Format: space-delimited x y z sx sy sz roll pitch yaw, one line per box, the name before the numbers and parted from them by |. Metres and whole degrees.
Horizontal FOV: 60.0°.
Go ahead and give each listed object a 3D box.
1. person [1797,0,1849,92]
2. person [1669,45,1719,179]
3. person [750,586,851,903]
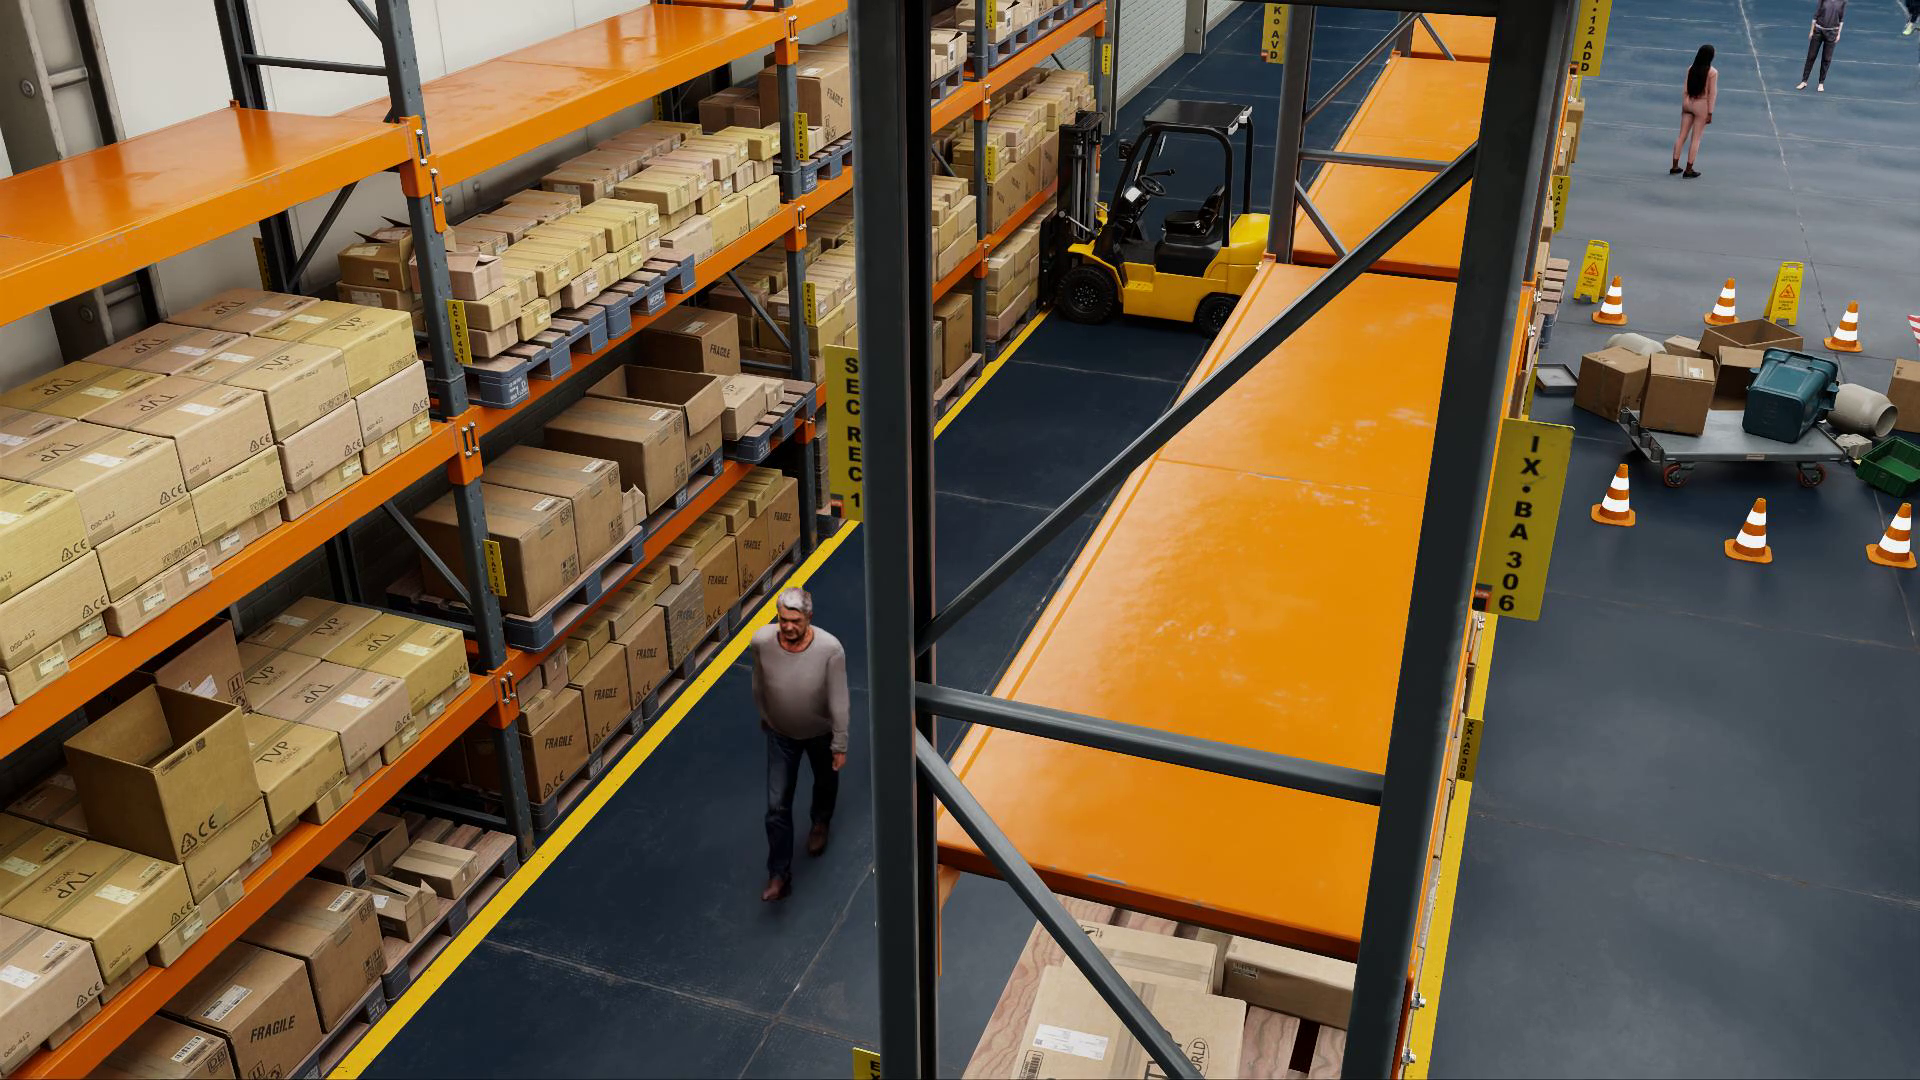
person | 13.759 -8.062 26.430 0.634 1.764 0.564 15 32 26
person | 9.727 -5.676 21.994 0.738 1.722 0.700 -16 32 -27
person | -0.855 1.018 9.280 0.910 1.856 1.275 5 28 9
